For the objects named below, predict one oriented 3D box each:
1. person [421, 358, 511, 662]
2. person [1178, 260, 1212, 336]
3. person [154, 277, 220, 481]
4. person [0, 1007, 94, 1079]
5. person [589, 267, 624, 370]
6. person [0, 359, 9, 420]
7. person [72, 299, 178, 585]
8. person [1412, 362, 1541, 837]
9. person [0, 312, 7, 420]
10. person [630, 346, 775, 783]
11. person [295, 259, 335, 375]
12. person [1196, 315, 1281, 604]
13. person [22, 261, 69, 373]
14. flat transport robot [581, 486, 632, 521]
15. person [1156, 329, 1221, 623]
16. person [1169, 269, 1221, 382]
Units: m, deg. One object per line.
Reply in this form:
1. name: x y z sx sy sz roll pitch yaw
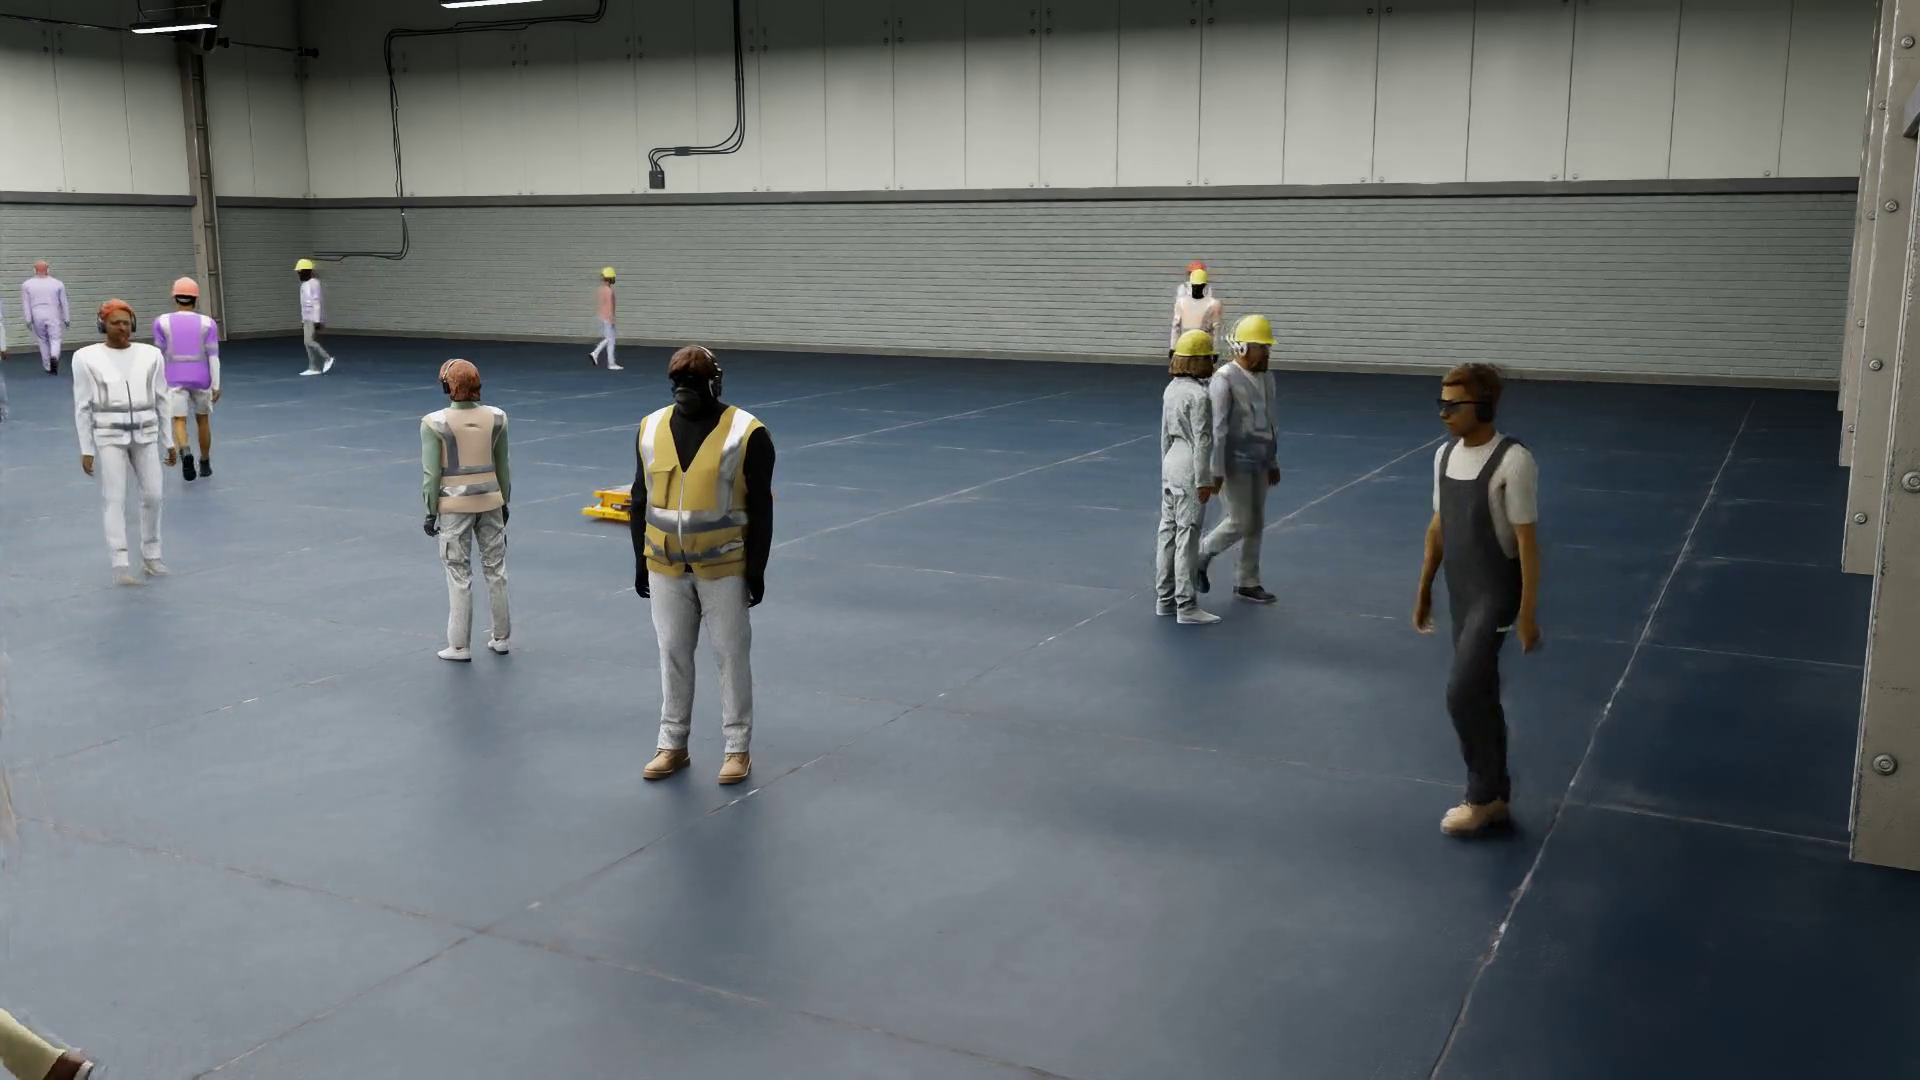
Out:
1. person: -2.656 -0.158 8.998 0.514 1.641 0.309 -10 15 -44
2. person: 3.639 -3.305 25.420 0.552 1.908 0.776 -4 11 -19
3. person: -7.235 -1.504 15.610 0.552 1.912 0.791 -5 11 -24
4. person: -2.423 0.791 3.882 0.464 1.613 0.521 -2 11 -11
5. person: -6.036 -3.772 28.378 0.485 1.752 0.544 -6 12 -28
6. person: -8.708 -1.184 14.682 0.506 1.610 0.671 -1 10 -5
7. person: -5.539 -0.656 11.060 0.596 1.884 0.363 -9 14 -41
8. person: 1.956 0.232 6.369 0.542 1.821 0.534 -3 11 -18
9. person: -12.074 -2.391 20.460 0.553 1.908 0.501 -3 11 -15
10. person: -1.096 0.107 7.004 0.626 1.844 0.429 2 11 12
11. person: -10.645 -3.650 27.302 0.460 1.908 0.604 -9 14 -40
12. person: 1.741 -0.501 10.402 0.507 1.814 0.589 9 14 40
13. person: -15.168 -3.692 27.624 0.646 1.880 0.775 -4 11 -22
14. flat transport robot: -2.392 -0.360 13.835 0.652 0.197 1.431 7 12 34
15. person: 1.370 -0.380 9.924 0.312 1.744 0.487 -4 11 -19
16. person: 2.971 -2.449 20.840 0.588 1.886 0.971 6 12 30
